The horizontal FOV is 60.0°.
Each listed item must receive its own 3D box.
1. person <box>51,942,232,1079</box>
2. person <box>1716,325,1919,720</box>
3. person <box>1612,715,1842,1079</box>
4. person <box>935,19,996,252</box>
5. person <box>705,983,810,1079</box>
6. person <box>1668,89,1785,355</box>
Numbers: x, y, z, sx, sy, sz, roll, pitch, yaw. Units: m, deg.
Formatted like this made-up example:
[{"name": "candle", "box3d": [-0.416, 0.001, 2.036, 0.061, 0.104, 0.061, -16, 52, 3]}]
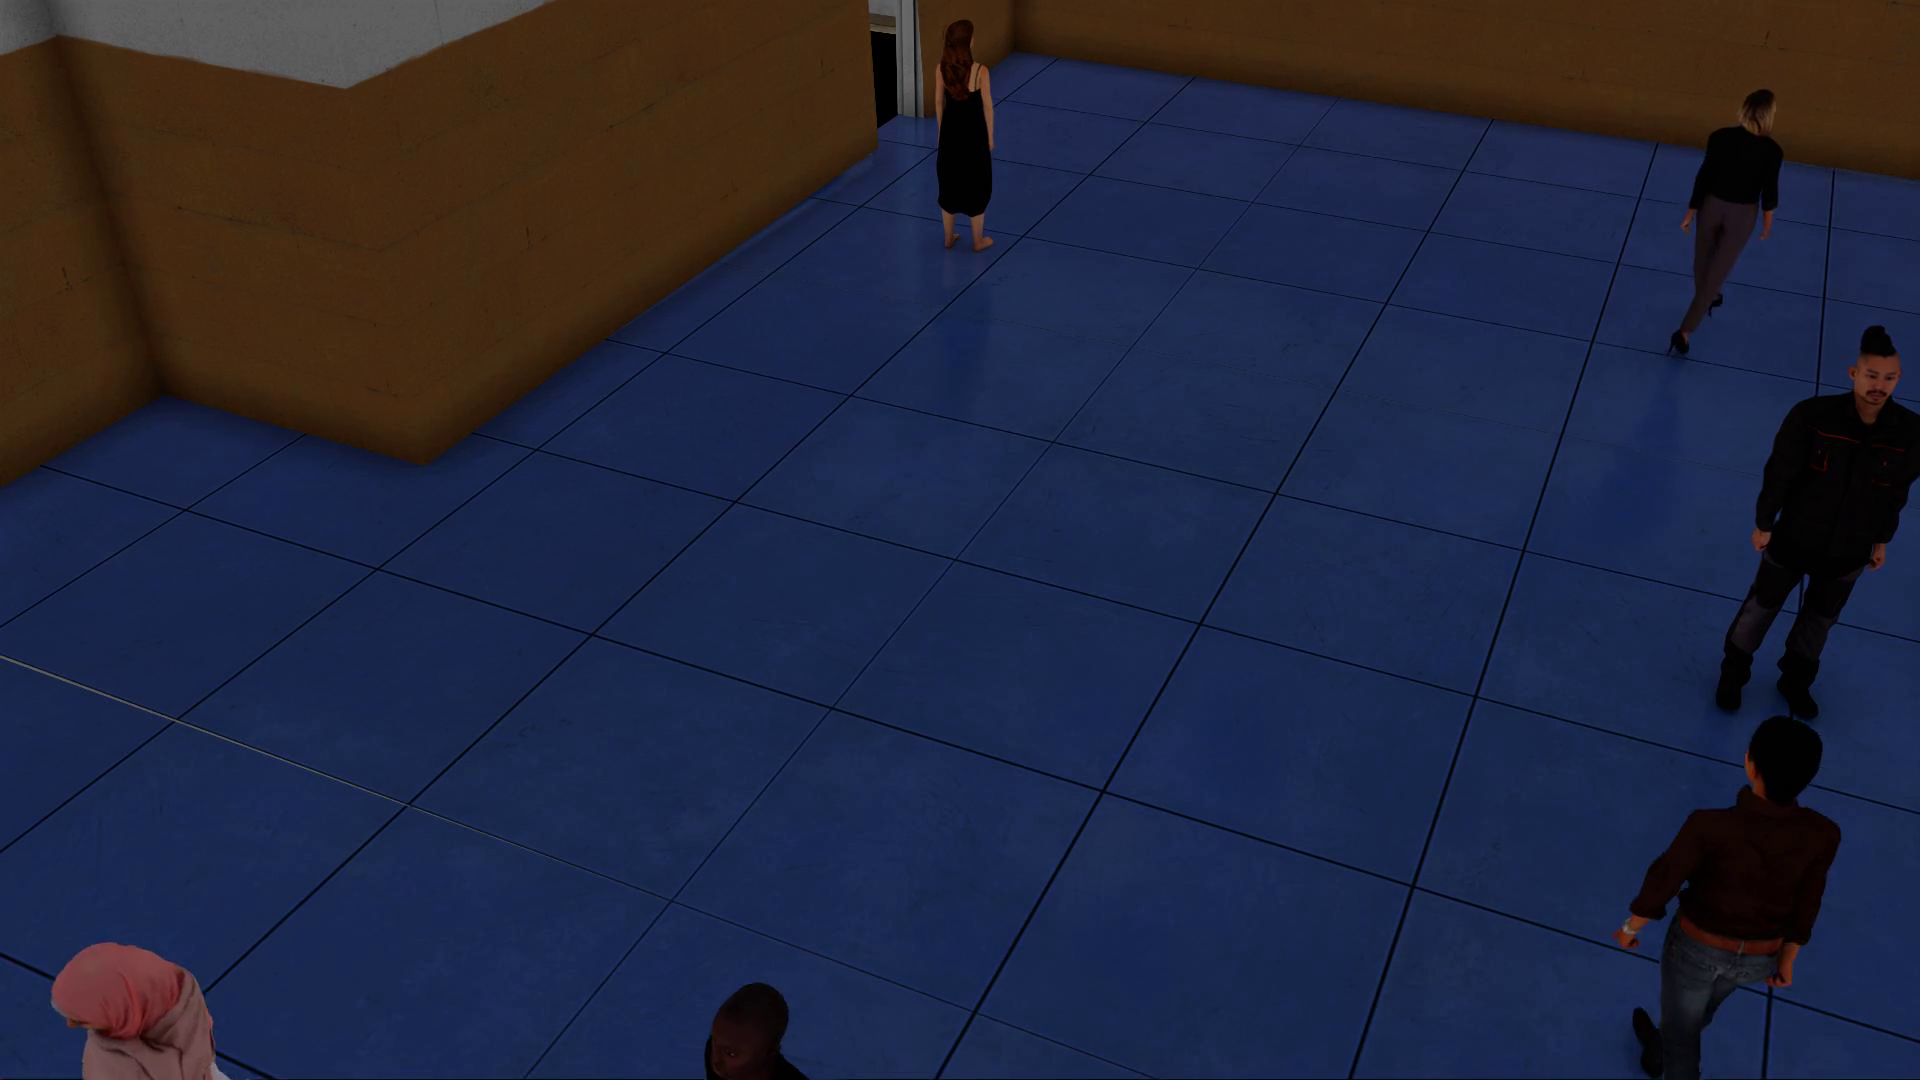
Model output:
[{"name": "person", "box3d": [-2.028, 1.678, 4.666, 0.961, 1.779, 0.898, -14, 36, -19]}, {"name": "person", "box3d": [3.728, -0.062, 7.187, 0.648, 1.860, 0.880, 6, 34, 10]}, {"name": "person", "box3d": [2.390, 1.338, 5.204, 1.032, 1.749, 0.976, 1, 34, 1]}, {"name": "person", "box3d": [0.018, -2.795, 11.529, 0.514, 1.624, 0.639, 12, 35, 17]}, {"name": "person", "box3d": [-0.423, 1.814, 4.499, 1.104, 1.737, 0.943, 28, 43, 36]}, {"name": "person", "box3d": [4.631, -1.885, 10.156, 1.075, 1.630, 0.912, 28, 43, 35]}]
